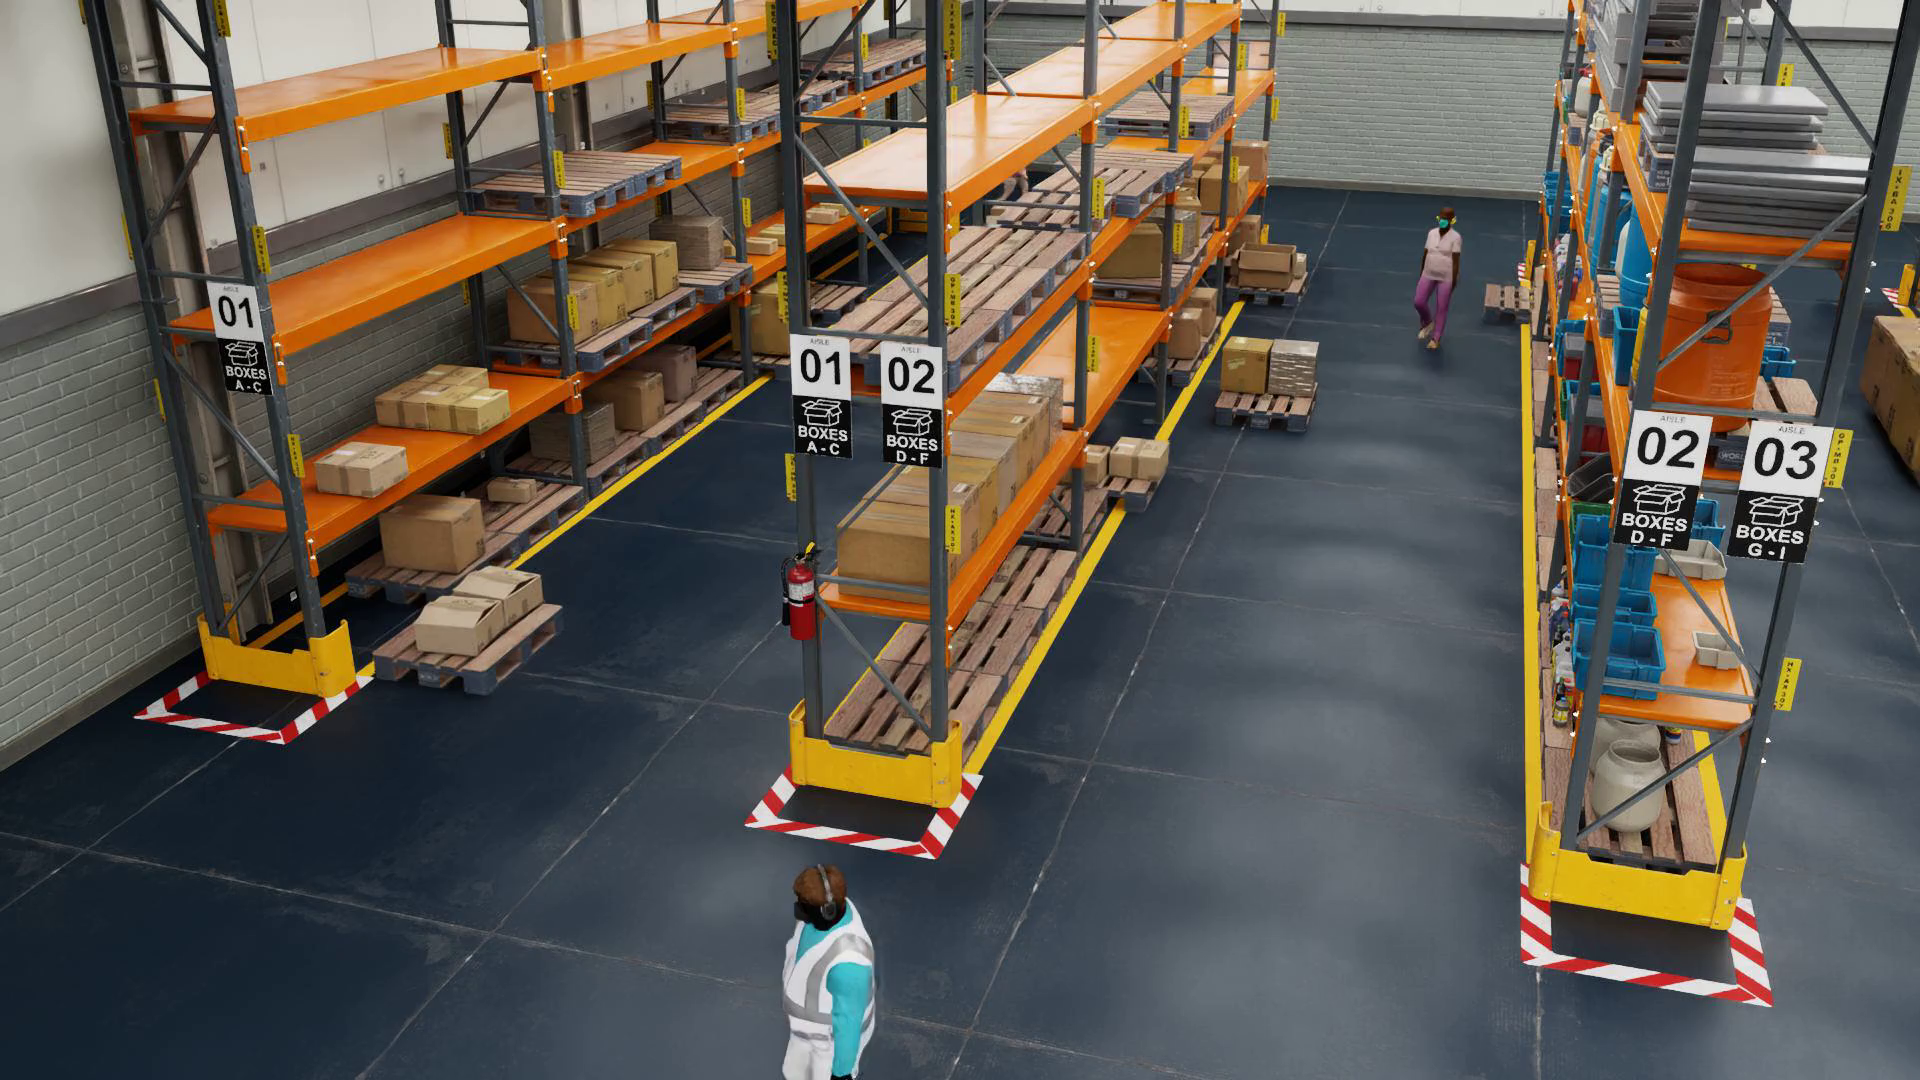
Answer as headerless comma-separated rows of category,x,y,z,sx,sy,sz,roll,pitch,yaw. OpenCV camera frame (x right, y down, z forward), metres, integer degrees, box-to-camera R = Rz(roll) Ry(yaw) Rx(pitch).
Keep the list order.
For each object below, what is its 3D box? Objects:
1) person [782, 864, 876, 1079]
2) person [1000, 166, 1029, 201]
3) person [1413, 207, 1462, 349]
person,-0.605,2.303,7.860,0.473,1.829,0.647,-8,25,-18
person,0.987,-6.045,27.439,0.904,1.646,0.481,5,24,10
person,6.004,-3.286,20.861,0.521,1.784,0.389,18,29,35
